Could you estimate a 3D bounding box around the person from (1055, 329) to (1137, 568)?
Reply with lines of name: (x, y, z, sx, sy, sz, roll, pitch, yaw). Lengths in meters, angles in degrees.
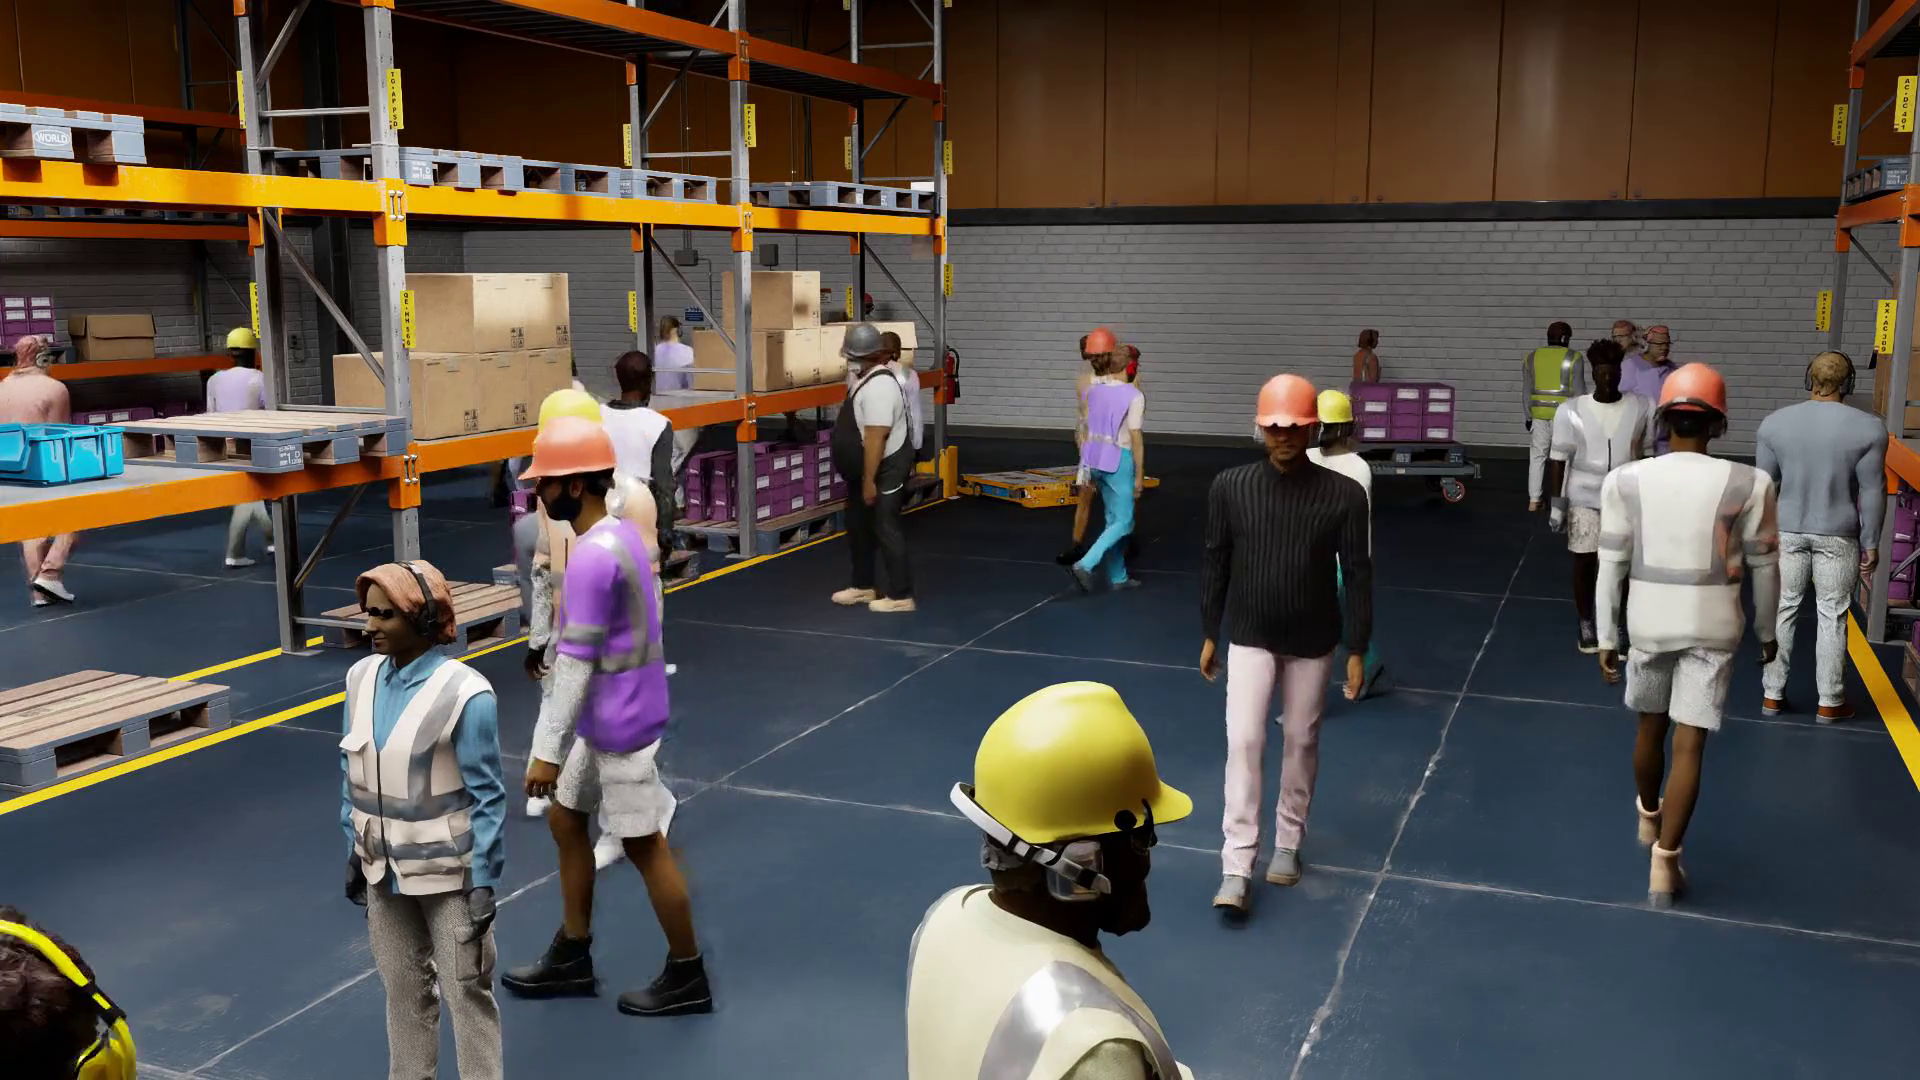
person: (1.136, -0.714, 13.074, 0.557, 1.875, 1.014, 6, 11, 33)

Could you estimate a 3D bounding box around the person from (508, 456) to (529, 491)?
person: (-3.907, -1.004, 15.209, 0.546, 1.735, 0.501, 4, 10, 23)

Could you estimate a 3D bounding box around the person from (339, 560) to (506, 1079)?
person: (-1.374, 0.857, 4.260, 0.522, 1.640, 0.306, 5, 11, 28)

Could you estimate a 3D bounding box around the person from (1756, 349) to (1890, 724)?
person: (4.457, -0.016, 8.650, 0.635, 1.939, 0.366, 8, 12, 40)

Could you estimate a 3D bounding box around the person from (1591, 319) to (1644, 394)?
person: (6.239, -1.117, 15.502, 0.665, 1.882, 0.629, 8, 12, 41)

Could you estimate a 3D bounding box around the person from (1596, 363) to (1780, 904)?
person: (2.798, 0.326, 6.403, 0.617, 1.999, 0.906, 7, 12, 35)

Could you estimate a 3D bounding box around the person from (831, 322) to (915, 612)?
person: (-0.599, -0.496, 11.246, 0.641, 2.000, 0.712, -2, 10, -10)

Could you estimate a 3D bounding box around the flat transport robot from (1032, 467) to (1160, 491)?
flat transport robot: (1.343, -0.651, 17.536, 1.431, 0.197, 0.652, -6, 11, -32)

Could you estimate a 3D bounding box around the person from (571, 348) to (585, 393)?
person: (-3.353, -0.786, 13.935, 0.499, 1.727, 0.527, 4, 10, 25)

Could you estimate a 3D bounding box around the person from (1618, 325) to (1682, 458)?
person: (5.541, -0.774, 13.374, 0.646, 1.900, 0.400, -2, 10, -13)

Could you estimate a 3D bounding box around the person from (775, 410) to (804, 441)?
person: (-2.357, -2.276, 22.417, 0.446, 1.923, 0.555, 4, 10, 23)

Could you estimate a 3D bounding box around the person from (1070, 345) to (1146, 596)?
person: (1.064, -0.489, 11.928, 0.650, 1.815, 0.597, -6, 11, -33)

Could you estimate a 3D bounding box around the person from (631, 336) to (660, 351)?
person: (-4.443, -2.320, 23.519, 0.310, 1.636, 0.523, 7, 12, 38)

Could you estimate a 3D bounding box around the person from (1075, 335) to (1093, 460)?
person: (1.417, -1.427, 18.180, 0.475, 1.617, 0.487, -7, 12, -38)

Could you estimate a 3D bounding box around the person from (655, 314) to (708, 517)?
person: (-2.711, -1.143, 15.551, 0.664, 1.916, 0.619, 5, 11, 28)

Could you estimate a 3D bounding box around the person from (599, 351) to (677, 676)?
person: (-1.873, -0.105, 9.304, 0.605, 1.898, 0.648, 4, 10, 20)

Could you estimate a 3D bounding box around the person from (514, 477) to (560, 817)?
person: (-1.631, 0.392, 7.184, 0.552, 1.607, 0.465, 0, 9, -3)

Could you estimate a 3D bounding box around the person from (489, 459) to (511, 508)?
person: (-4.461, -1.279, 16.371, 0.554, 1.914, 0.665, 6, 11, 31)

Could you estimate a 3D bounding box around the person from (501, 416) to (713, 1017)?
person: (-1.165, 0.571, 5.187, 0.823, 1.905, 0.557, -1, 9, -8)

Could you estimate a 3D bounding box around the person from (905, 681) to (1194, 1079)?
person: (0.142, 1.090, 2.267, 0.404, 1.833, 0.589, -4, 10, -21)

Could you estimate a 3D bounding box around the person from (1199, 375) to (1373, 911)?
person: (1.175, 0.391, 6.094, 0.647, 1.960, 0.905, 2, 10, 15)

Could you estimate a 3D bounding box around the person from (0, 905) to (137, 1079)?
person: (-0.740, 1.230, 1.375, 0.553, 1.845, 0.484, 0, 9, 2)

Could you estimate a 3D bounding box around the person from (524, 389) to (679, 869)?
person: (-1.424, 0.367, 6.459, 0.593, 1.900, 0.416, 7, 12, 38)

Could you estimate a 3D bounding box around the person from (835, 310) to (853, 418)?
person: (-1.246, -1.566, 18.105, 0.457, 1.918, 0.714, -1, 9, -6)

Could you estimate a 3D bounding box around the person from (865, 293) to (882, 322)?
person: (-1.296, -2.395, 22.892, 0.612, 1.996, 0.388, -7, 11, -35)

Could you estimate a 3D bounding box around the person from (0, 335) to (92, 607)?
person: (-6.329, -0.469, 11.516, 0.675, 1.891, 0.427, 3, 10, 19)

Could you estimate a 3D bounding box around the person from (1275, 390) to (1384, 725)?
person: (1.979, 0.069, 8.746, 0.809, 1.734, 0.525, -5, 11, -27)

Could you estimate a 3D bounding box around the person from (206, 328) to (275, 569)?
person: (-5.641, -0.746, 13.270, 0.596, 1.873, 0.998, 3, 10, 15)

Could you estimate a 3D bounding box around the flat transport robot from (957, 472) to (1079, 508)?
flat transport robot: (0.616, -0.523, 16.763, 0.652, 0.197, 1.431, -6, 11, -32)

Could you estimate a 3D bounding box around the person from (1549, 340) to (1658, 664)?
person: (3.850, -0.224, 9.938, 0.640, 1.926, 0.805, 3, 10, 16)

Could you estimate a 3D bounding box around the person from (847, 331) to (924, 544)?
person: (-0.610, -0.810, 13.790, 0.655, 1.827, 0.454, 3, 10, 20)

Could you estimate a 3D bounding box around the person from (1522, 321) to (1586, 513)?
person: (5.715, -1.173, 15.974, 0.430, 1.837, 0.619, -9, 13, -43)

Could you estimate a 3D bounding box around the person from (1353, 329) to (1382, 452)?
person: (4.738, -1.645, 19.428, 0.308, 1.637, 0.523, -2, 10, -12)
